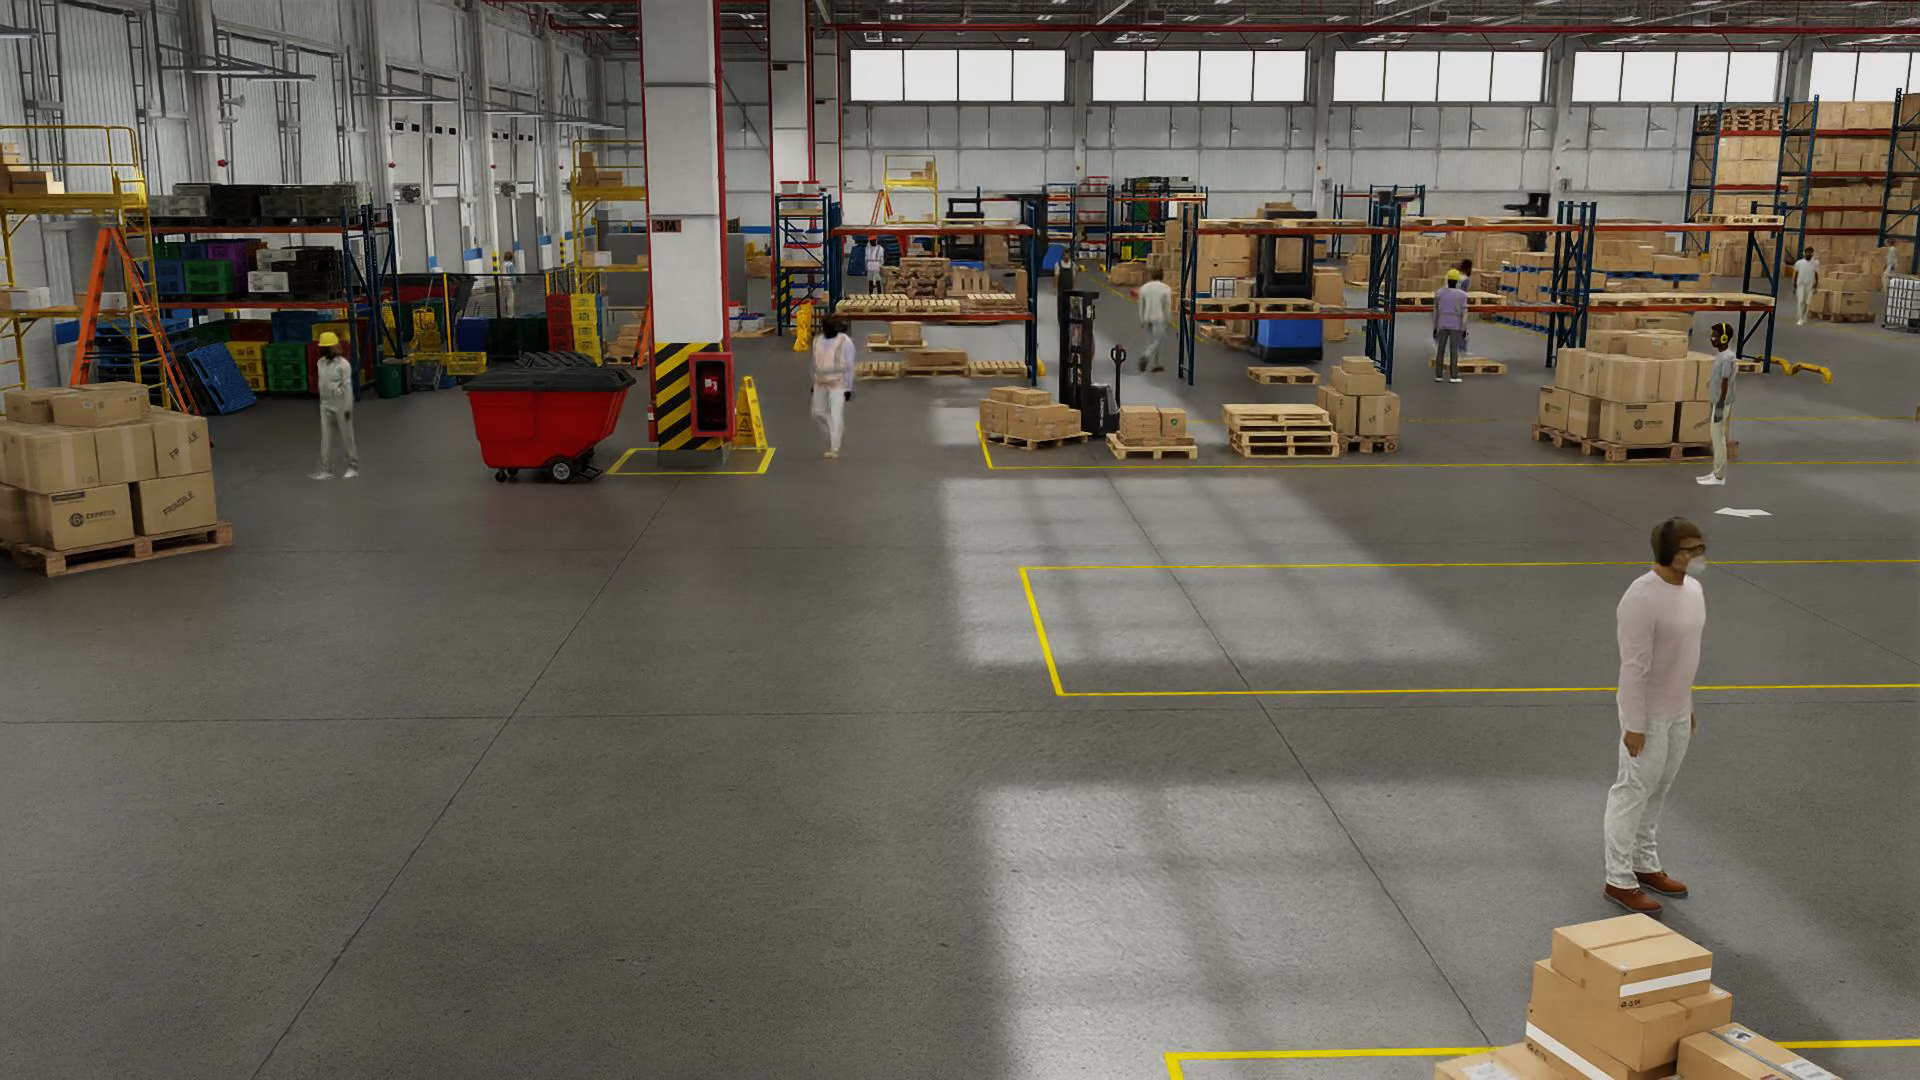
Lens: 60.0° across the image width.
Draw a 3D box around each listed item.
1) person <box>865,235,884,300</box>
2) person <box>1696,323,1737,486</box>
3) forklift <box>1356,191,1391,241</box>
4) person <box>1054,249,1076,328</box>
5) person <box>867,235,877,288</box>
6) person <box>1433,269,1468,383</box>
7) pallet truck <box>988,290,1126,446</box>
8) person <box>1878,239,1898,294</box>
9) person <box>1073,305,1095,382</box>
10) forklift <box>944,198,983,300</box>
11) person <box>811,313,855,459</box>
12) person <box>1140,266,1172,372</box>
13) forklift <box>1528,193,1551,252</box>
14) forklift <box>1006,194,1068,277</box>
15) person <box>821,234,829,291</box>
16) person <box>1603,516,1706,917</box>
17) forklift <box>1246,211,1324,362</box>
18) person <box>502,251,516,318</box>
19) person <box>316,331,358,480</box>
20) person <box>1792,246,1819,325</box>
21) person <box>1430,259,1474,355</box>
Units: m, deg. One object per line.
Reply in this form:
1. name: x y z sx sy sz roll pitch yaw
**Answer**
1. person: -2.341 -7.361 45.110 0.548 1.934 0.374 7 14 27
2. person: 8.684 -1.548 19.047 0.328 1.861 0.503 3 13 15
3. forklift: 15.959 -11.748 62.764 1.873 2.768 1.129 2 13 8
4. person: 2.416 -5.773 38.241 0.535 1.799 0.954 -1 13 -5
5. person: -2.710 -8.713 51.343 0.338 1.877 0.573 -2 13 -10
6. person: 8.346 -3.642 28.324 0.594 1.929 0.357 9 15 35
7. pallet truck: 1.257 -2.299 22.111 1.885 1.965 0.823 -9 15 -35
8. person: 27.273 -8.024 48.818 0.601 1.616 0.519 7 14 30
9. person: 1.797 -2.576 24.068 0.322 1.692 0.534 0 12 -2
10. forklift: 0.137 -8.217 46.819 1.129 2.768 1.873 1 13 3
11. person: -1.611 -1.924 20.795 0.652 1.829 0.442 7 14 28
12. person: 3.426 -3.902 29.562 0.624 1.917 0.770 10 16 39
13. forklift: 19.986 -10.595 57.558 1.873 2.768 1.129 -2 13 -9
14. forklift: 2.634 -10.258 56.037 1.873 2.768 1.129 -7 14 -28
15. person: -3.528 -7.247 44.606 0.382 1.930 0.547 -6 14 -25
16. person: 3.390 0.840 8.073 0.632 1.940 0.372 -12 17 -42
17. forklift: 6.249 -4.870 31.710 1.129 2.768 1.873 0 12 -2
18. person: -11.056 -6.252 40.799 0.313 1.634 0.515 -9 15 -35
19. person: -7.297 -1.566 19.399 0.495 1.742 0.356 5 13 20
20. person: 19.794 -5.955 38.950 0.547 1.853 0.441 4 13 19
21. person: 9.713 -4.564 32.606 0.751 1.889 0.632 -1 13 -3
